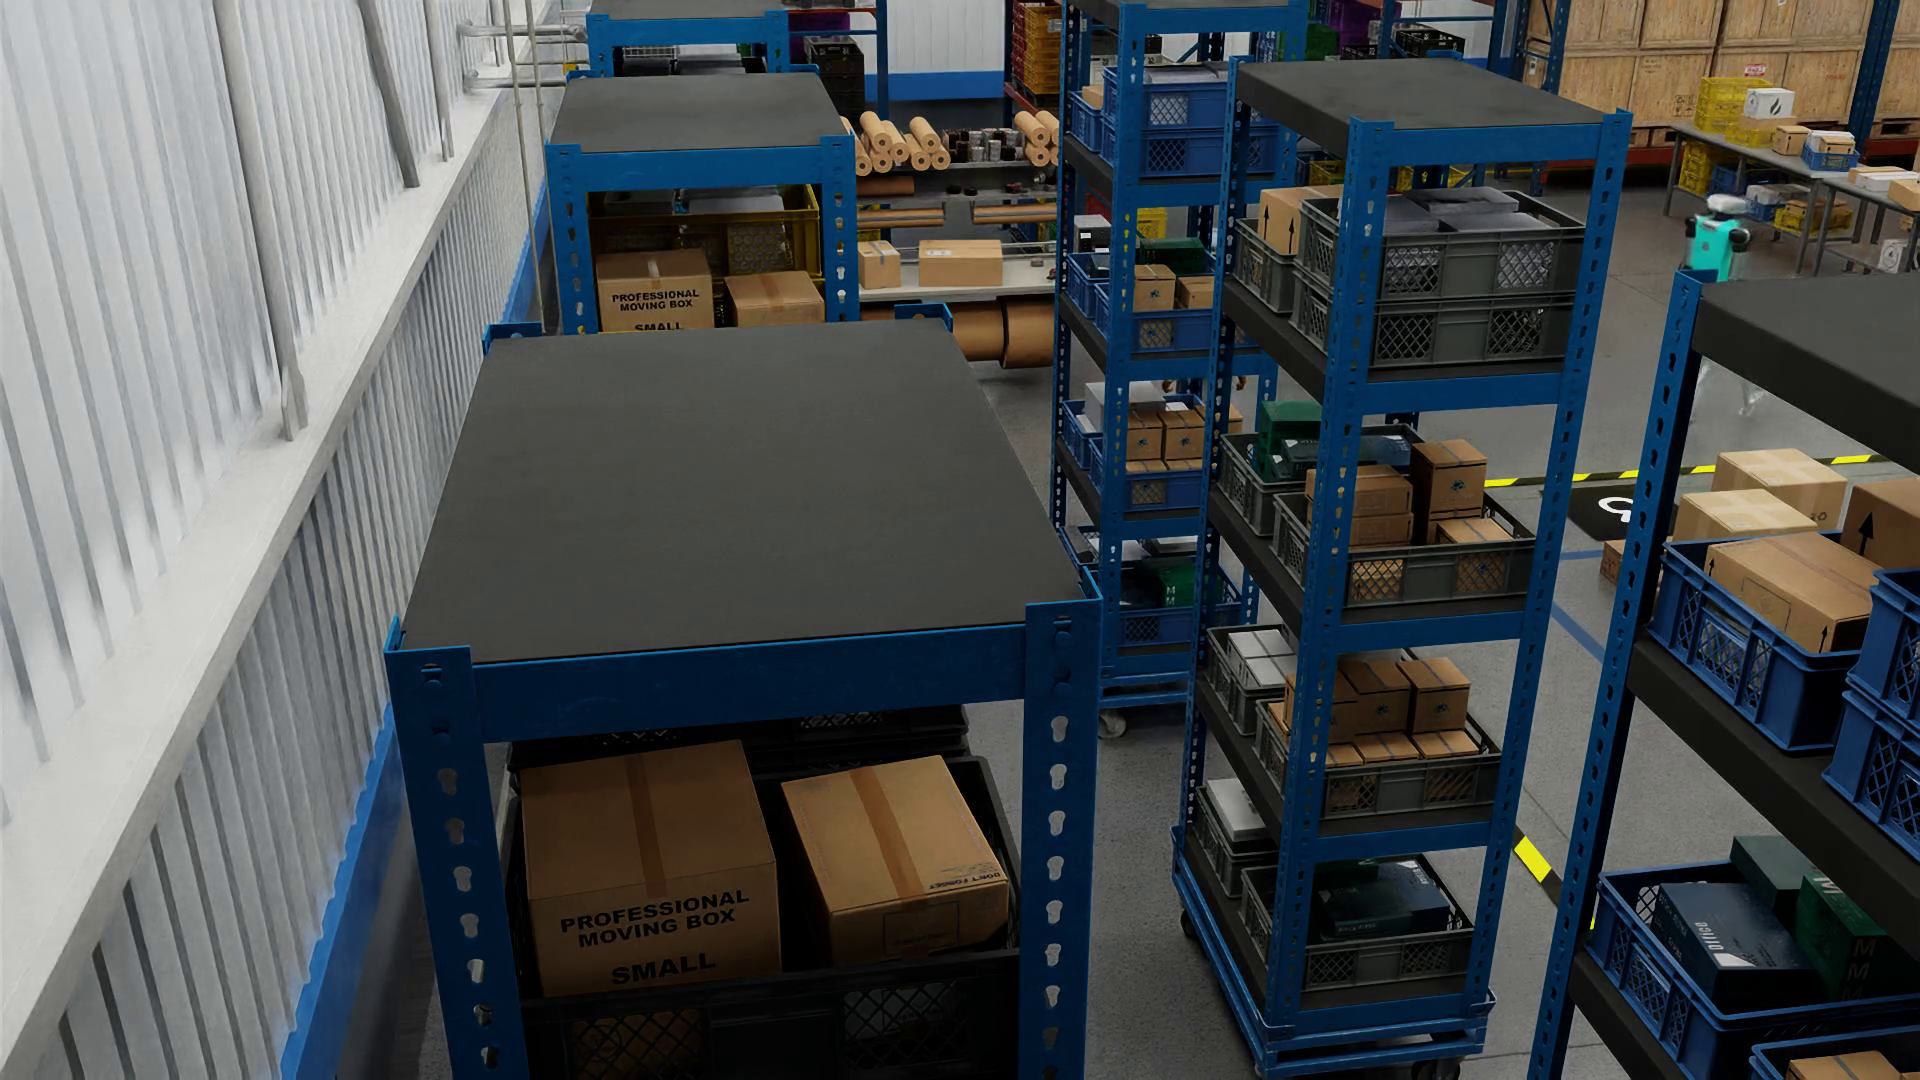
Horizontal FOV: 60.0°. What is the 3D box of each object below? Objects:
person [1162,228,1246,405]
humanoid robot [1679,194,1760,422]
[{"bbox_3d":[1.597,-1.120,10.840,0.596,1.849,0.384,-4,25,-10],"label":"person"},{"bbox_3d":[5.674,-1.668,12.225,0.905,1.818,0.547,-11,27,-23],"label":"humanoid robot"}]
